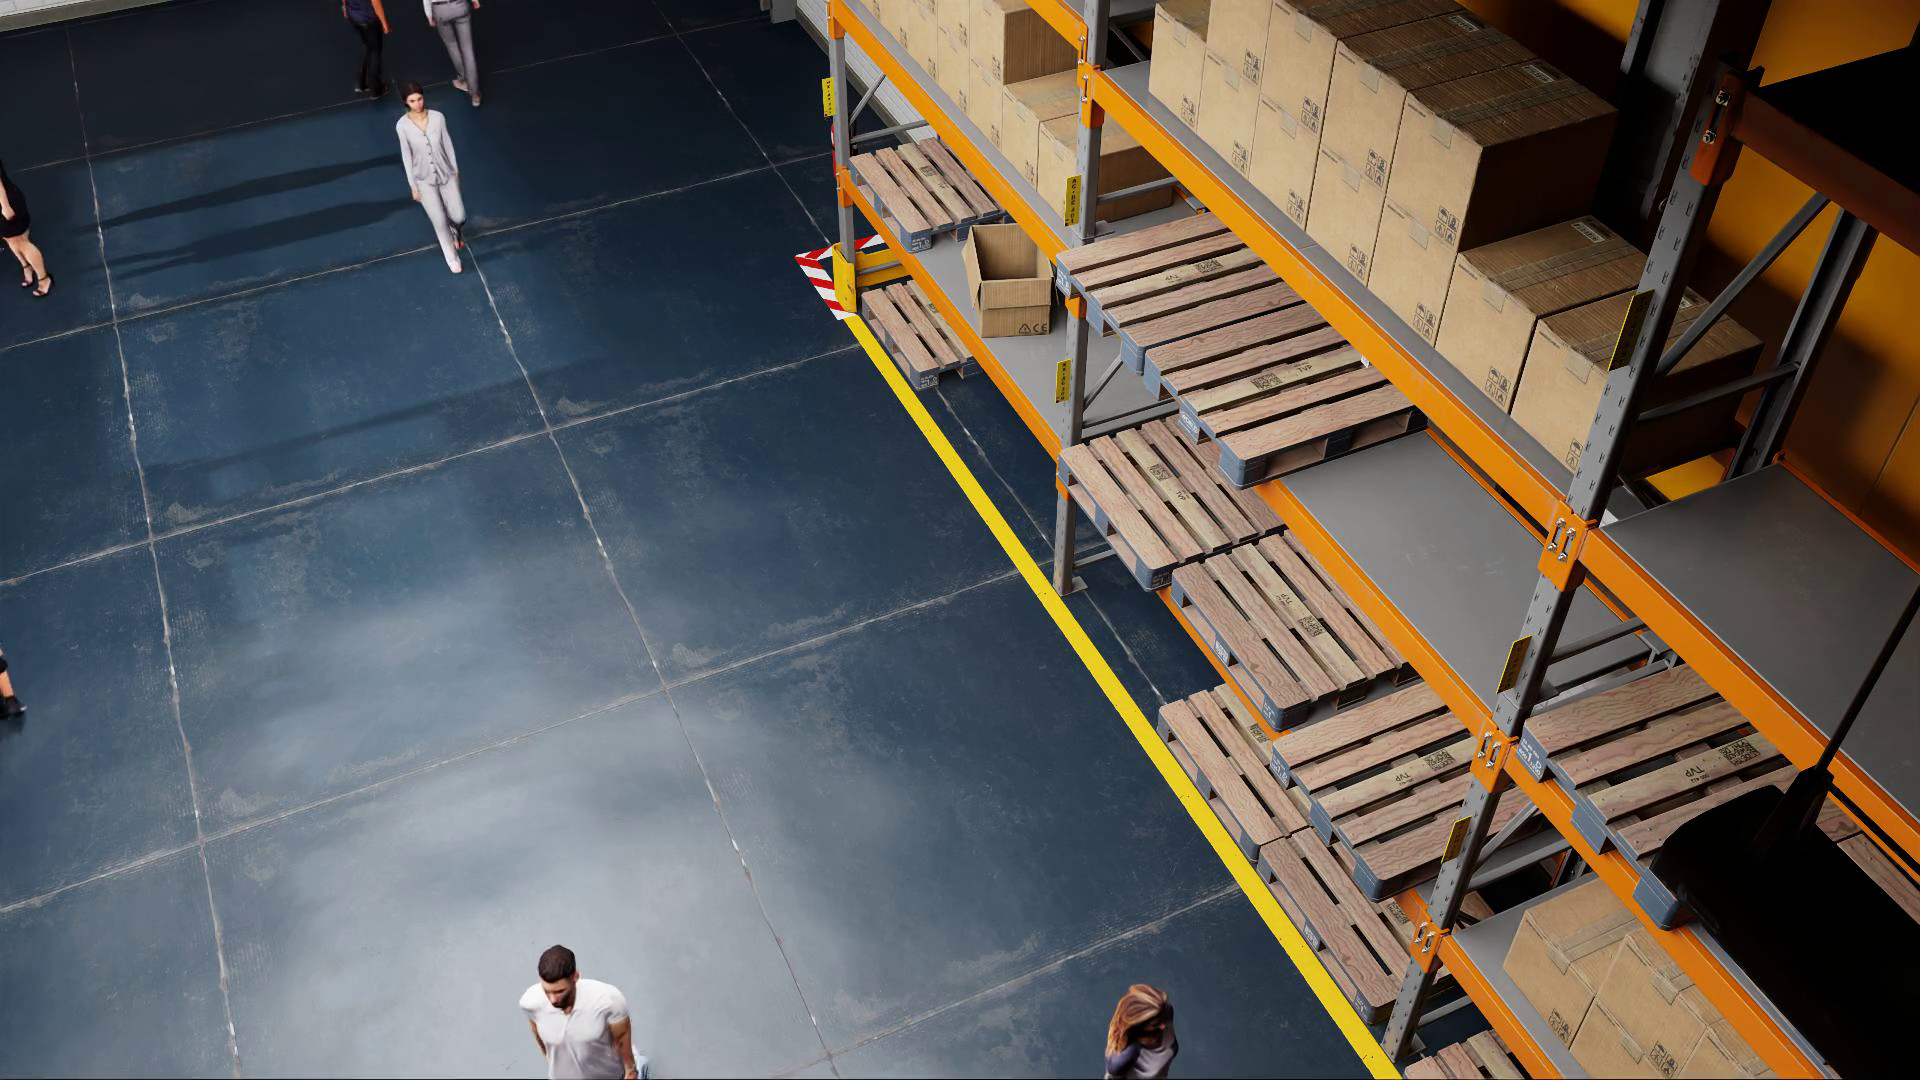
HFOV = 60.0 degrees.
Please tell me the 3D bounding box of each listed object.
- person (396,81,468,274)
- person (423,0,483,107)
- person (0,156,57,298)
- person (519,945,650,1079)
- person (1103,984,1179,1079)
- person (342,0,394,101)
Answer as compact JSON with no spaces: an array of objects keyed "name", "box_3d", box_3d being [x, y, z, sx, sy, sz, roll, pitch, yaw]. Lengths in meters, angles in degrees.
[{"name":"person","box_3d":[-4.560,-3.156,14.330,0.592,1.761,0.685,-19,47,-19]},{"name":"person","box_3d":[-5.001,-5.201,16.353,0.748,1.931,0.916,-12,45,-12]},{"name":"person","box_3d":[-8.084,-2.866,14.064,0.657,1.708,0.792,33,53,30]},{"name":"person","box_3d":[-1.827,2.538,8.295,0.965,1.842,1.187,0,44,0]},{"name":"person","box_3d":[0.845,2.687,8.218,0.663,1.732,0.666,32,52,29]},{"name":"person","box_3d":[-5.912,-5.105,16.385,0.817,1.749,0.900,14,45,14]}]
